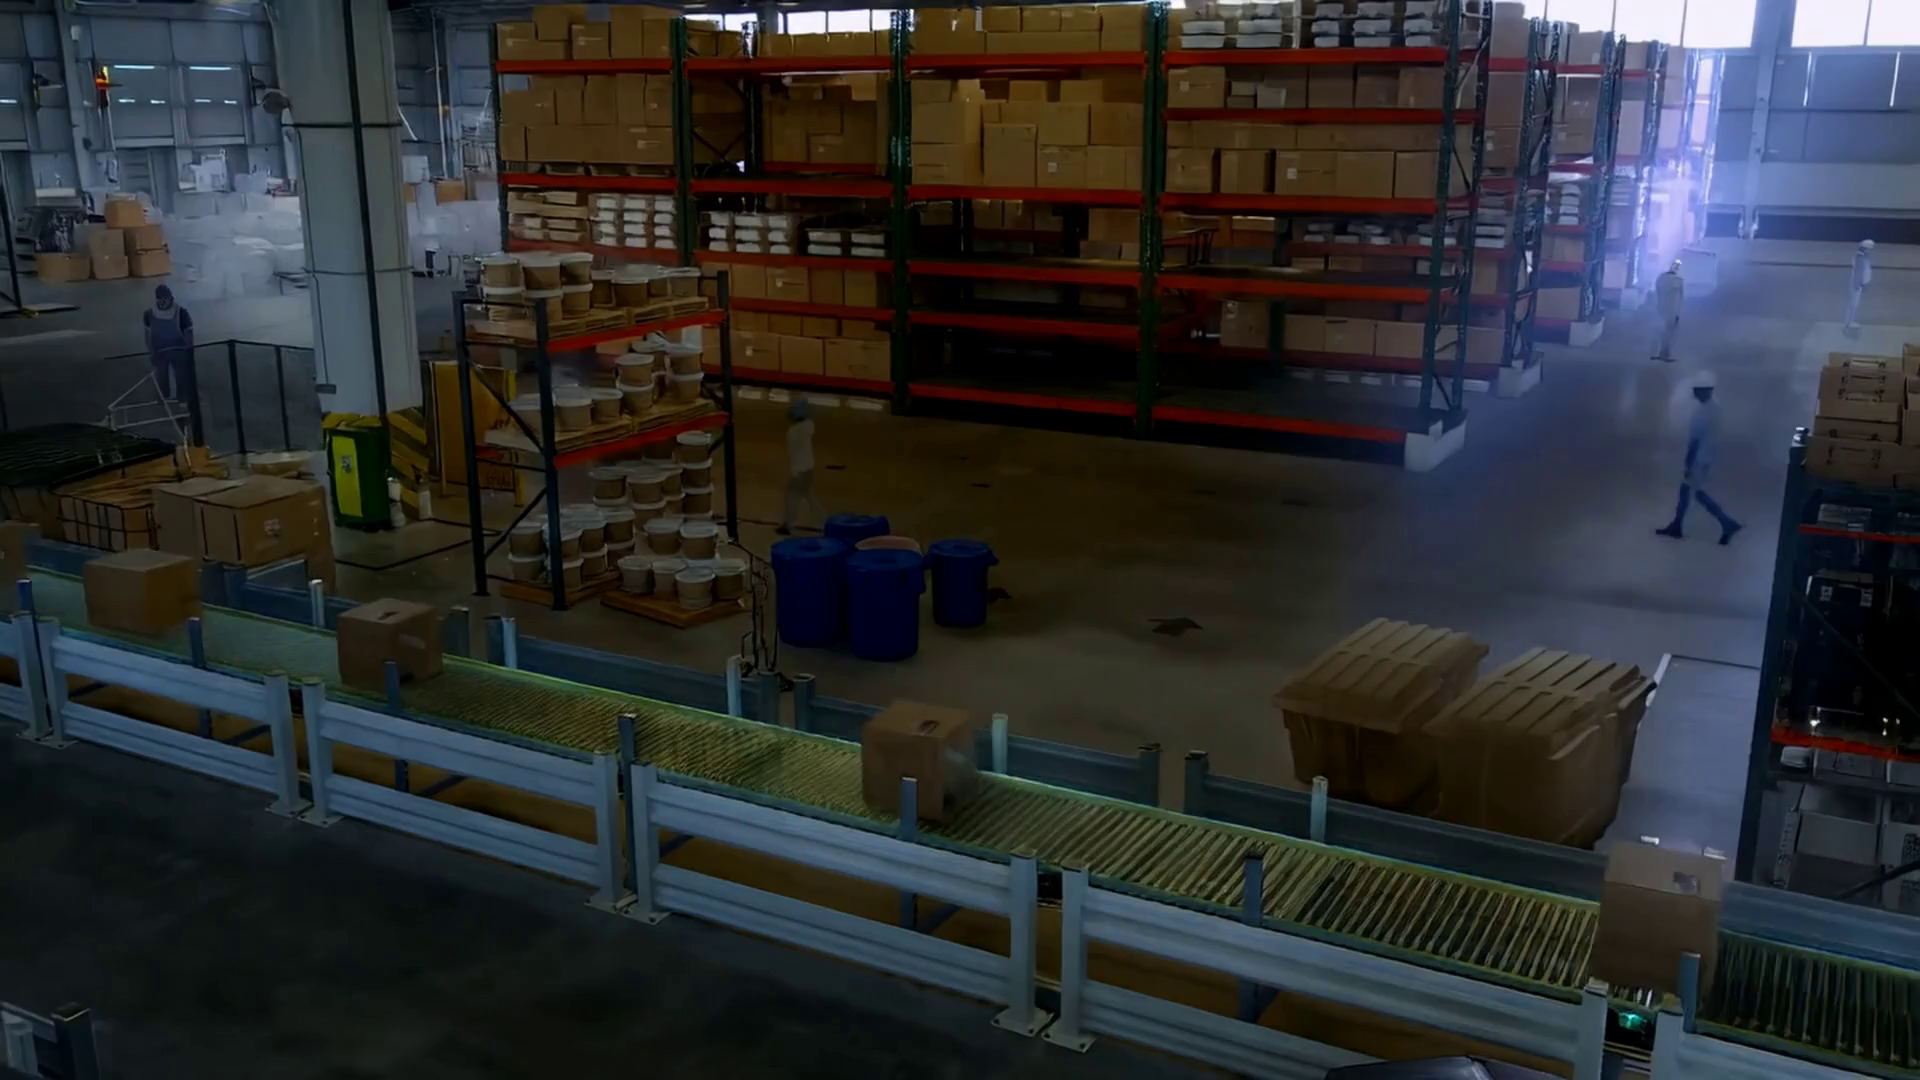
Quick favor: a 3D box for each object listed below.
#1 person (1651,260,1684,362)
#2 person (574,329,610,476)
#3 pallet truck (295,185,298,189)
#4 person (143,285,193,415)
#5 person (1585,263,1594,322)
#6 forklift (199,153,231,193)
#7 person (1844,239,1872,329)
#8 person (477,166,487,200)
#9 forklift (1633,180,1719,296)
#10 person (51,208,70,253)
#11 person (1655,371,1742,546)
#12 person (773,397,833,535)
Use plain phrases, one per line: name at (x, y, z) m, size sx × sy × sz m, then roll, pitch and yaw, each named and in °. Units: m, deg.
person at (13.261, -4.279, 31.075) m, size 0.400 × 1.901 × 0.645 m, roll -5°, pitch 16°, yaw -18°
person at (-4.813, -1.849, 21.755) m, size 0.392 × 1.991 × 0.613 m, roll 2°, pitch 15°, yaw 9°
pallet truck at (-26.804, -14.617, 69.738) m, size 1.885 × 1.965 × 0.823 m, roll -14°, pitch 20°, yaw -42°
person at (-12.302, -2.963, 25.848) m, size 0.708 × 2.000 × 0.969 m, roll -4°, pitch 15°, yaw -16°
person at (13.355, -5.480, 35.733) m, size 0.458 × 1.822 × 0.616 m, roll 14°, pitch 20°, yaw 42°
forklift at (-27.440, -12.865, 61.464) m, size 1.873 × 2.768 × 1.129 m, roll 8°, pitch 17°, yaw 28°
person at (19.247, -5.475, 35.574) m, size 0.397 × 1.900 × 0.644 m, roll 9°, pitch 17°, yaw 30°
person at (-21.058, -15.518, 73.366) m, size 1.053 × 1.890 × 0.647 m, roll -13°, pitch 19°, yaw -40°
forklift at (18.004, -7.583, 41.607) m, size 1.873 × 2.768 × 1.129 m, roll 8°, pitch 17°, yaw 28°
person at (-26.776, -9.065, 49.550) m, size 0.515 × 1.641 × 0.314 m, roll 1°, pitch 15°, yaw 5°
person at (8.269, -0.898, 18.384) m, size 0.861 × 1.903 × 0.561 m, roll 12°, pitch 19°, yaw 37°
person at (-1.729, -0.798, 18.558) m, size 0.817 × 1.605 × 0.492 m, roll 11°, pitch 18°, yaw 35°
